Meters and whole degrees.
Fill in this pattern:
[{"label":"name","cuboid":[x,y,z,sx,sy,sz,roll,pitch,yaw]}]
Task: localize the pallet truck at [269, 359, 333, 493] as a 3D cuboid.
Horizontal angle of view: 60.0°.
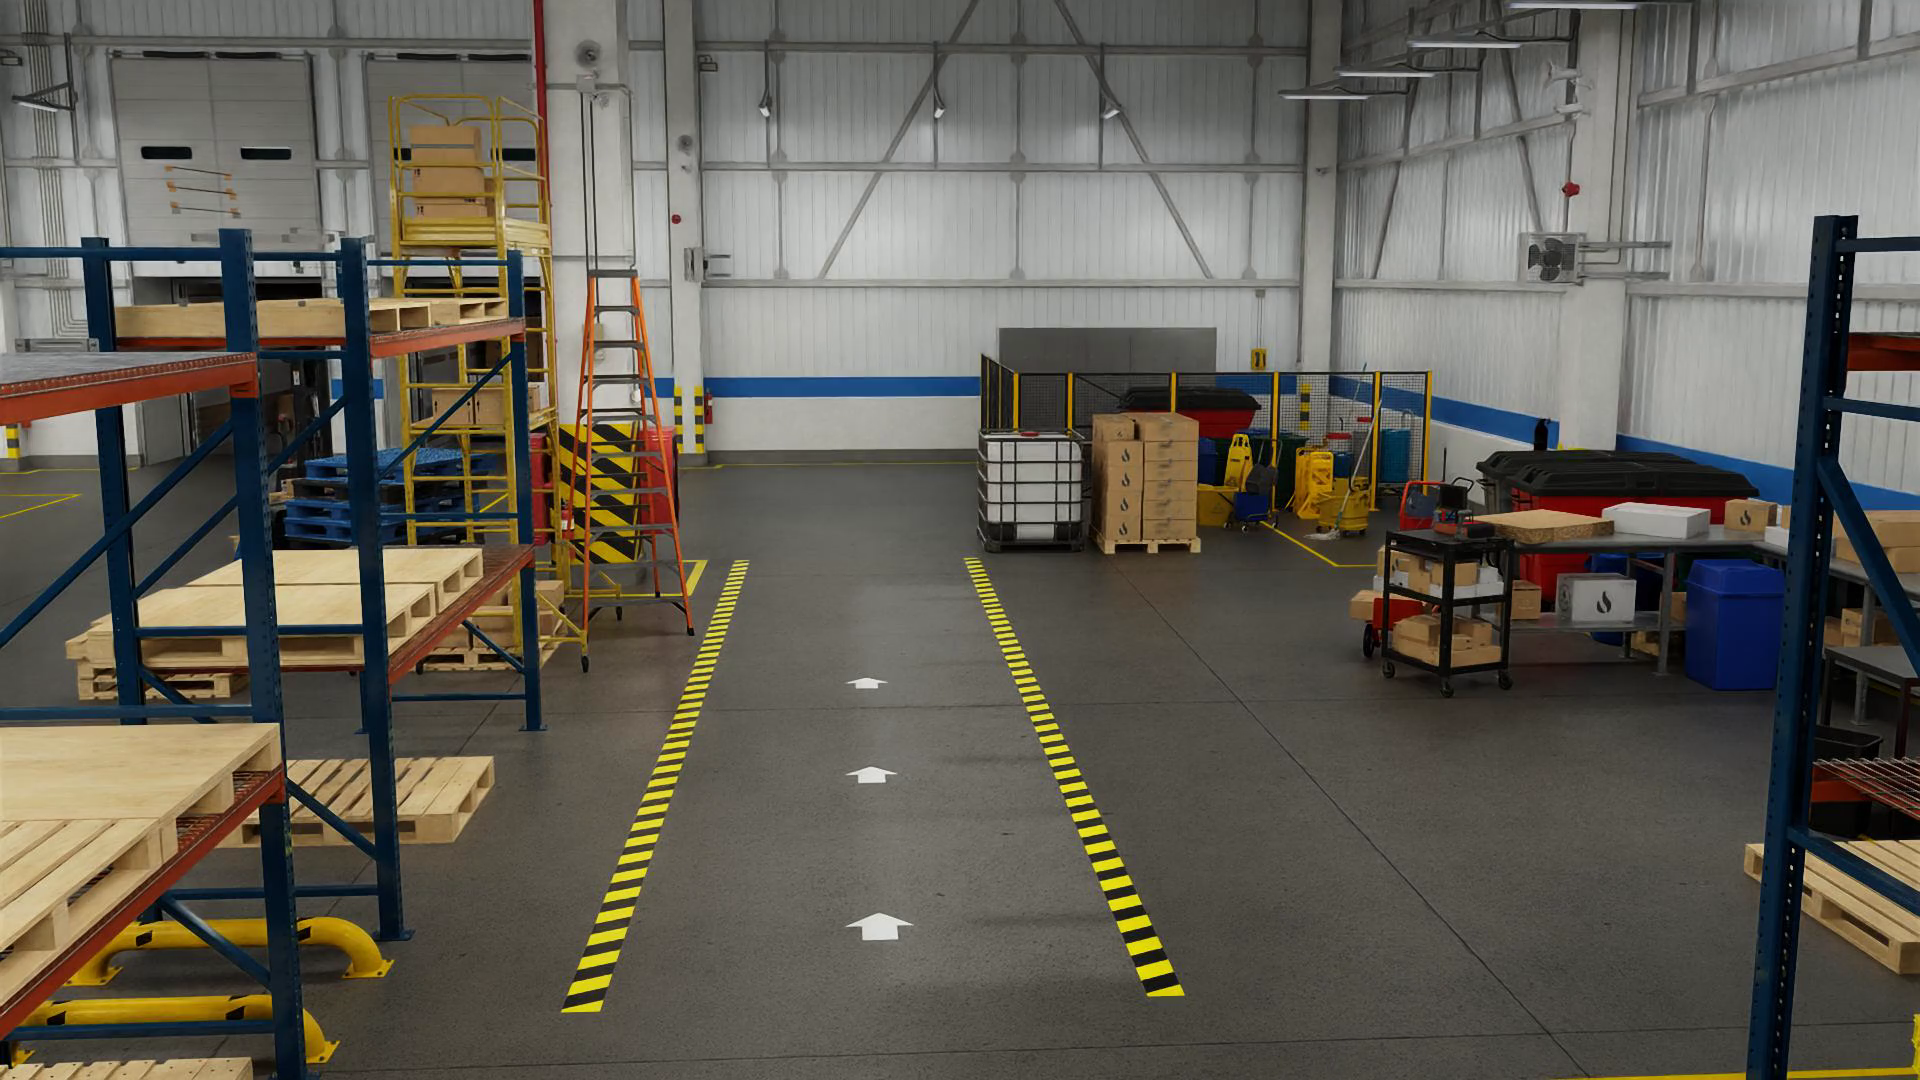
[{"label":"pallet truck","cuboid":[-7.062,-1.131,18.996,1.885,1.965,0.823,2,9,13]}]
